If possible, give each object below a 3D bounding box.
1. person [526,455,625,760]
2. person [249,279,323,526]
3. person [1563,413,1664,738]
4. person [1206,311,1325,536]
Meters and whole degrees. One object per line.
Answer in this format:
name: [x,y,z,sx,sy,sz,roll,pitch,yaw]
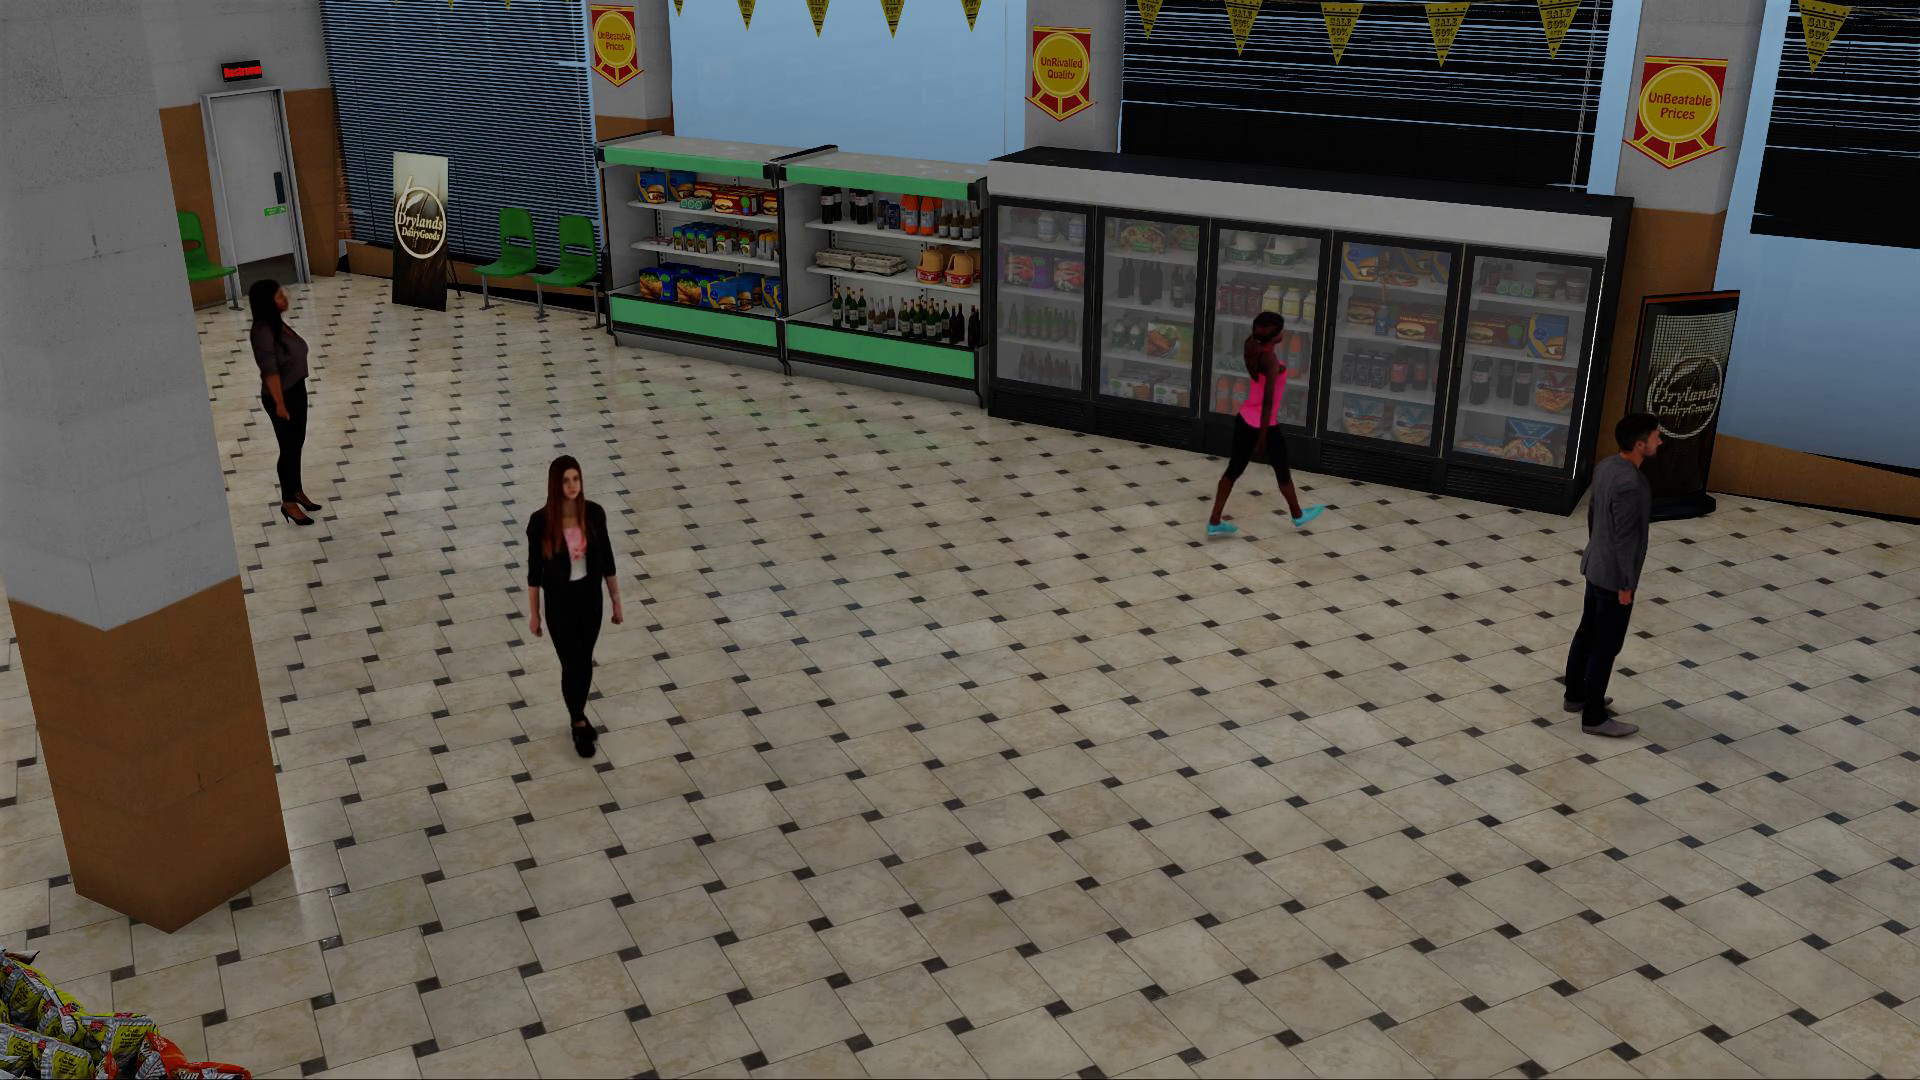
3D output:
person: [-2.178,0.318,9.239,0.786,1.701,0.847,-14,26,-31]
person: [-5.052,-1.033,12.412,0.795,1.842,0.750,-4,22,-9]
person: [3.670,0.178,9.355,0.779,1.874,0.778,0,22,0]
person: [2.064,-0.786,12.032,1.115,1.666,1.093,-7,23,-16]
